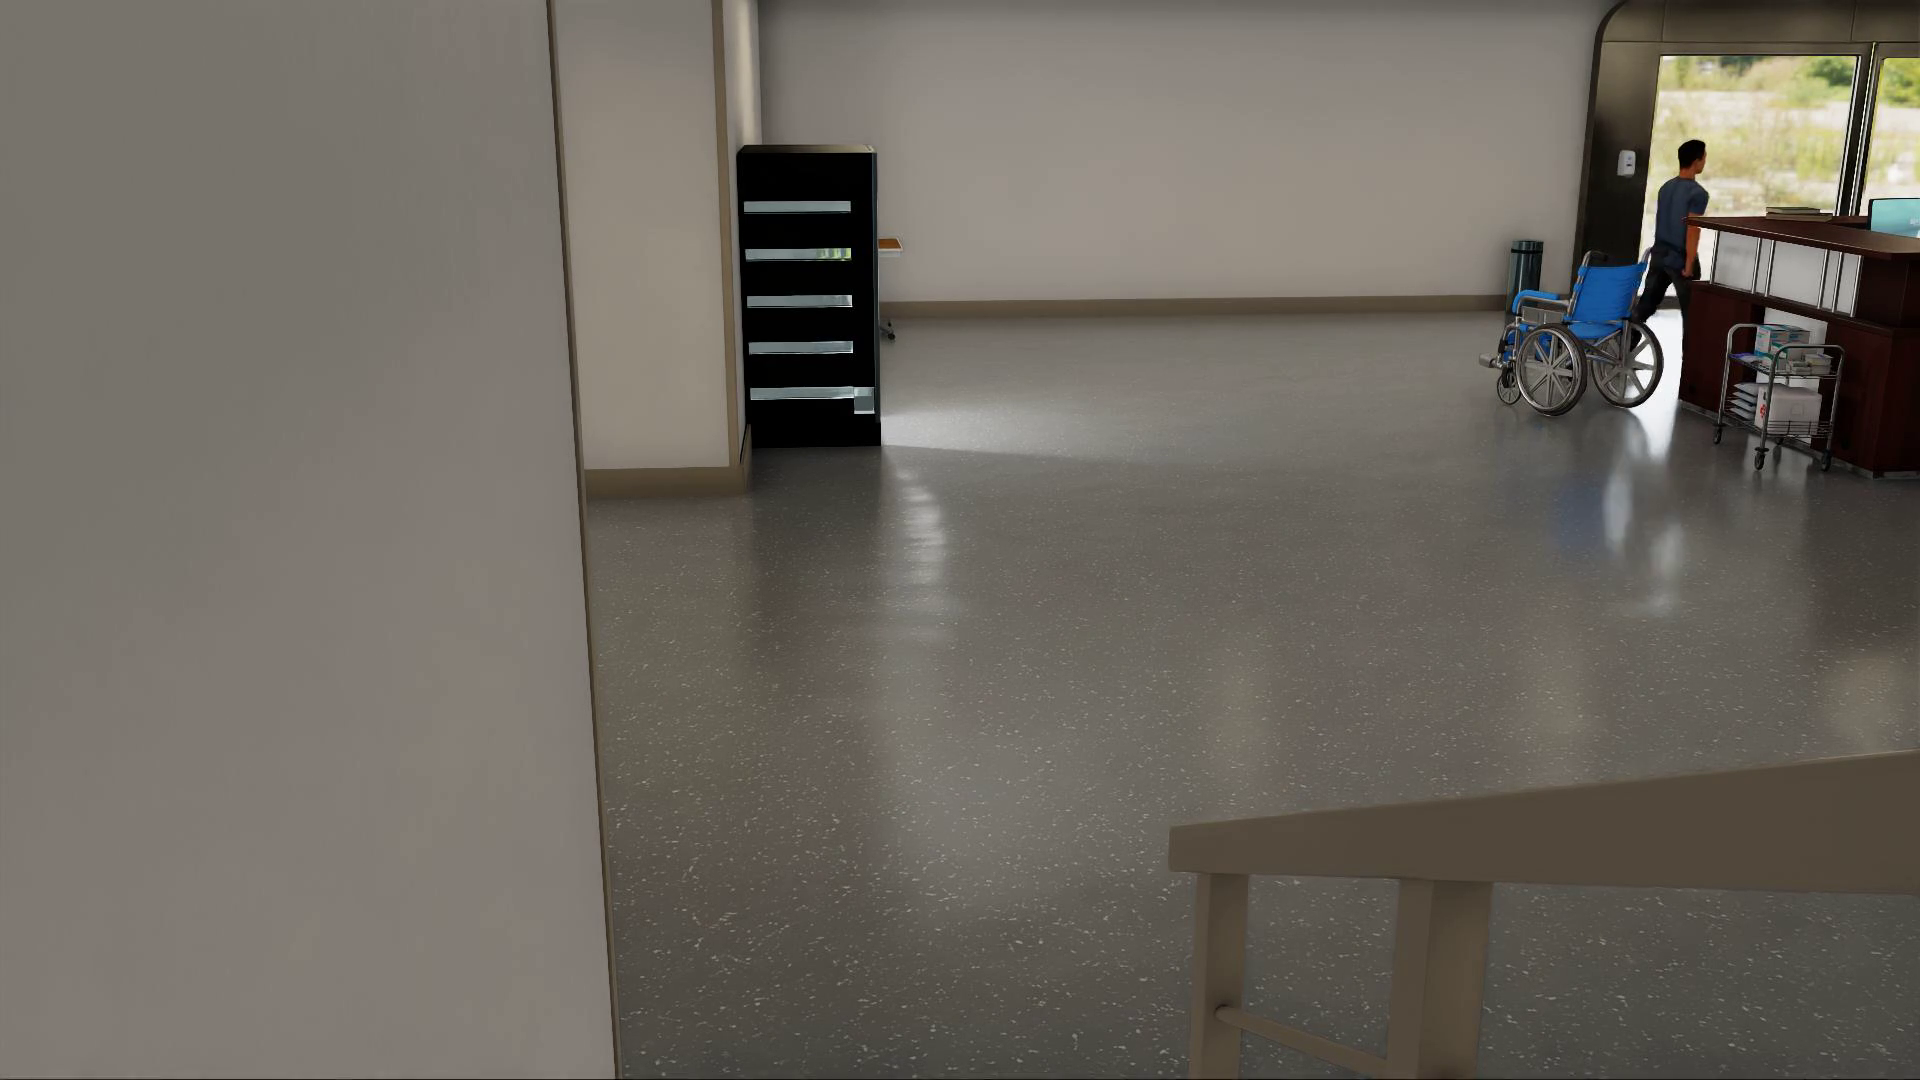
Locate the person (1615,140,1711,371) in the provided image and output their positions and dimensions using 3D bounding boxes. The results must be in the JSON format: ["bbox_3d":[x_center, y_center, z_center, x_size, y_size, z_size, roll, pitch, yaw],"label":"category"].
[{"bbox_3d":[5.425,-2.140,12.827,0.950,1.768,1.171,-6,17,-19],"label":"person"}]
